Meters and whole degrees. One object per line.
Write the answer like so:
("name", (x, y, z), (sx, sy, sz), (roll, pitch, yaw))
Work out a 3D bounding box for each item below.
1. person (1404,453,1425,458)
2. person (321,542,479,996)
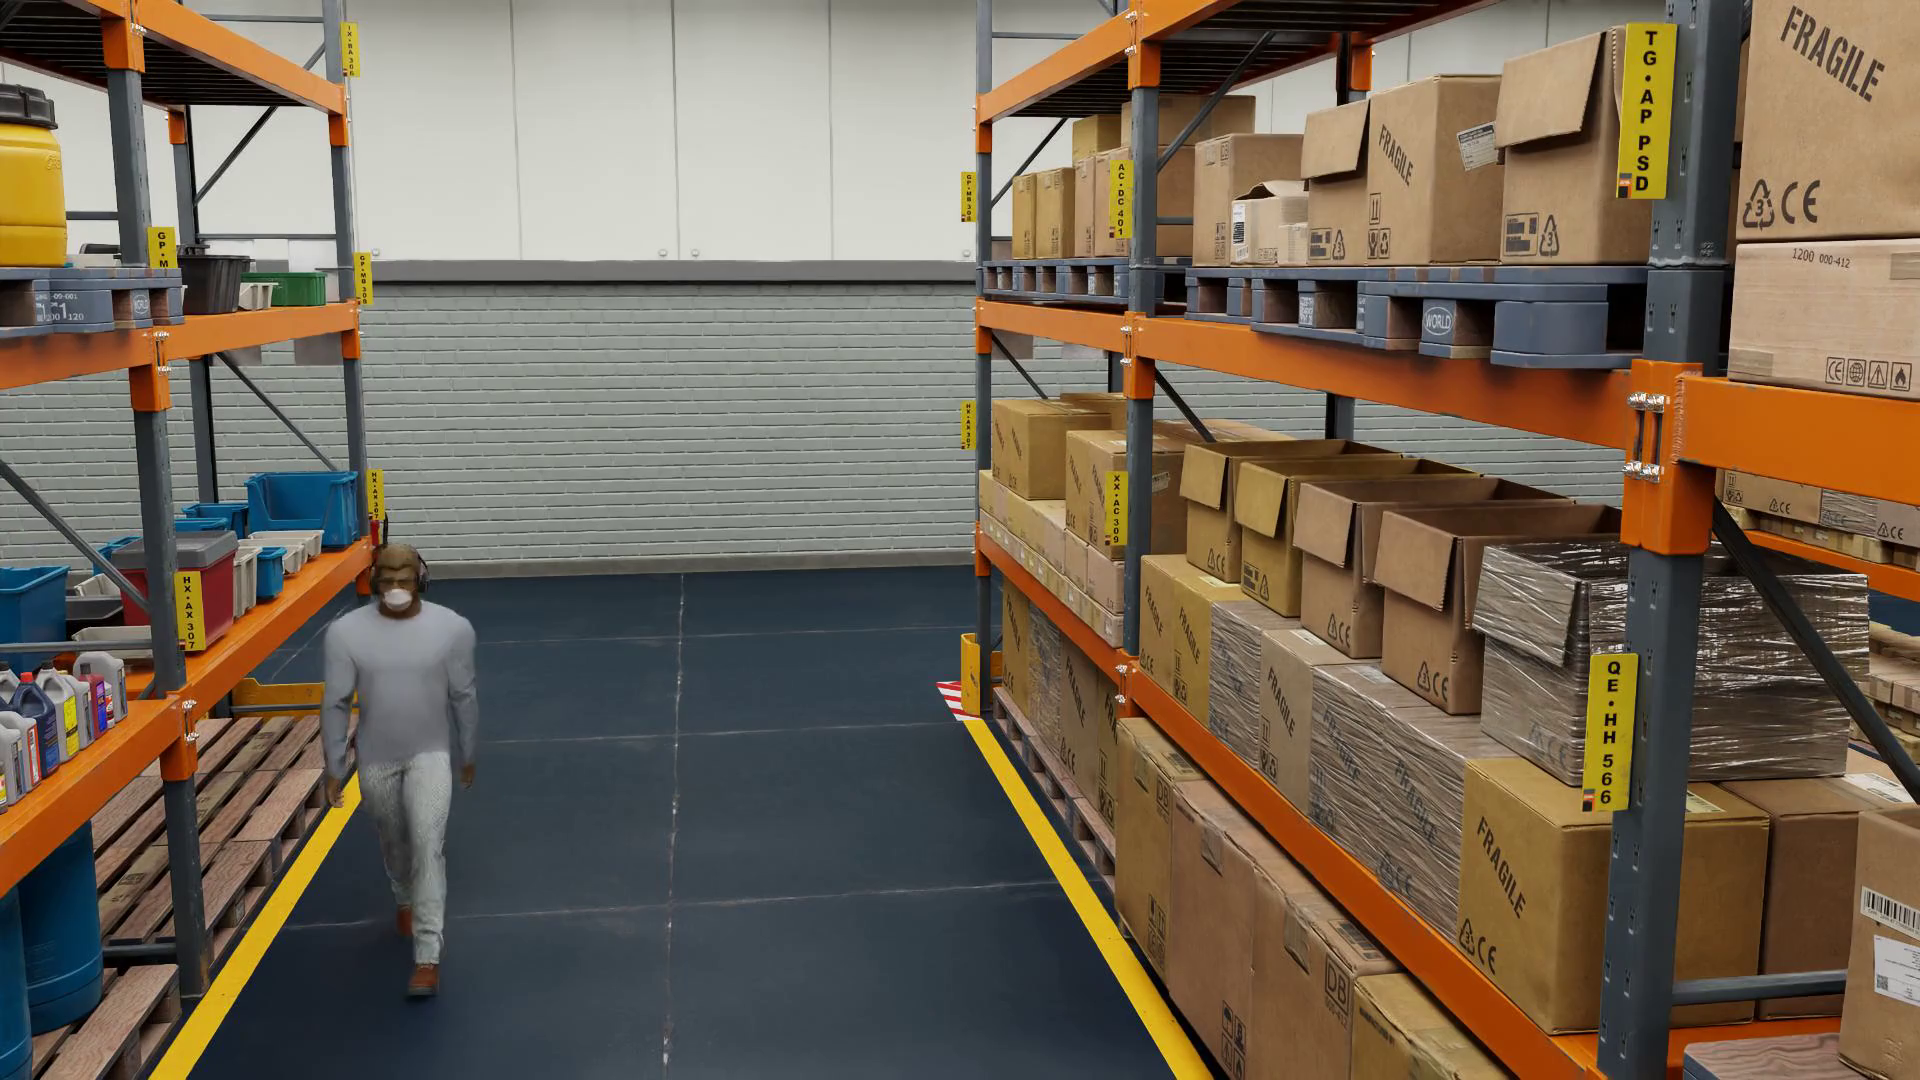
("person", (2.505, 0.525, 9.261), (0.688, 2.000, 0.536), (-2, 10, -15))
("person", (-2.422, 0.932, 7.257), (0.639, 1.892, 1.042), (-2, 9, -11))
